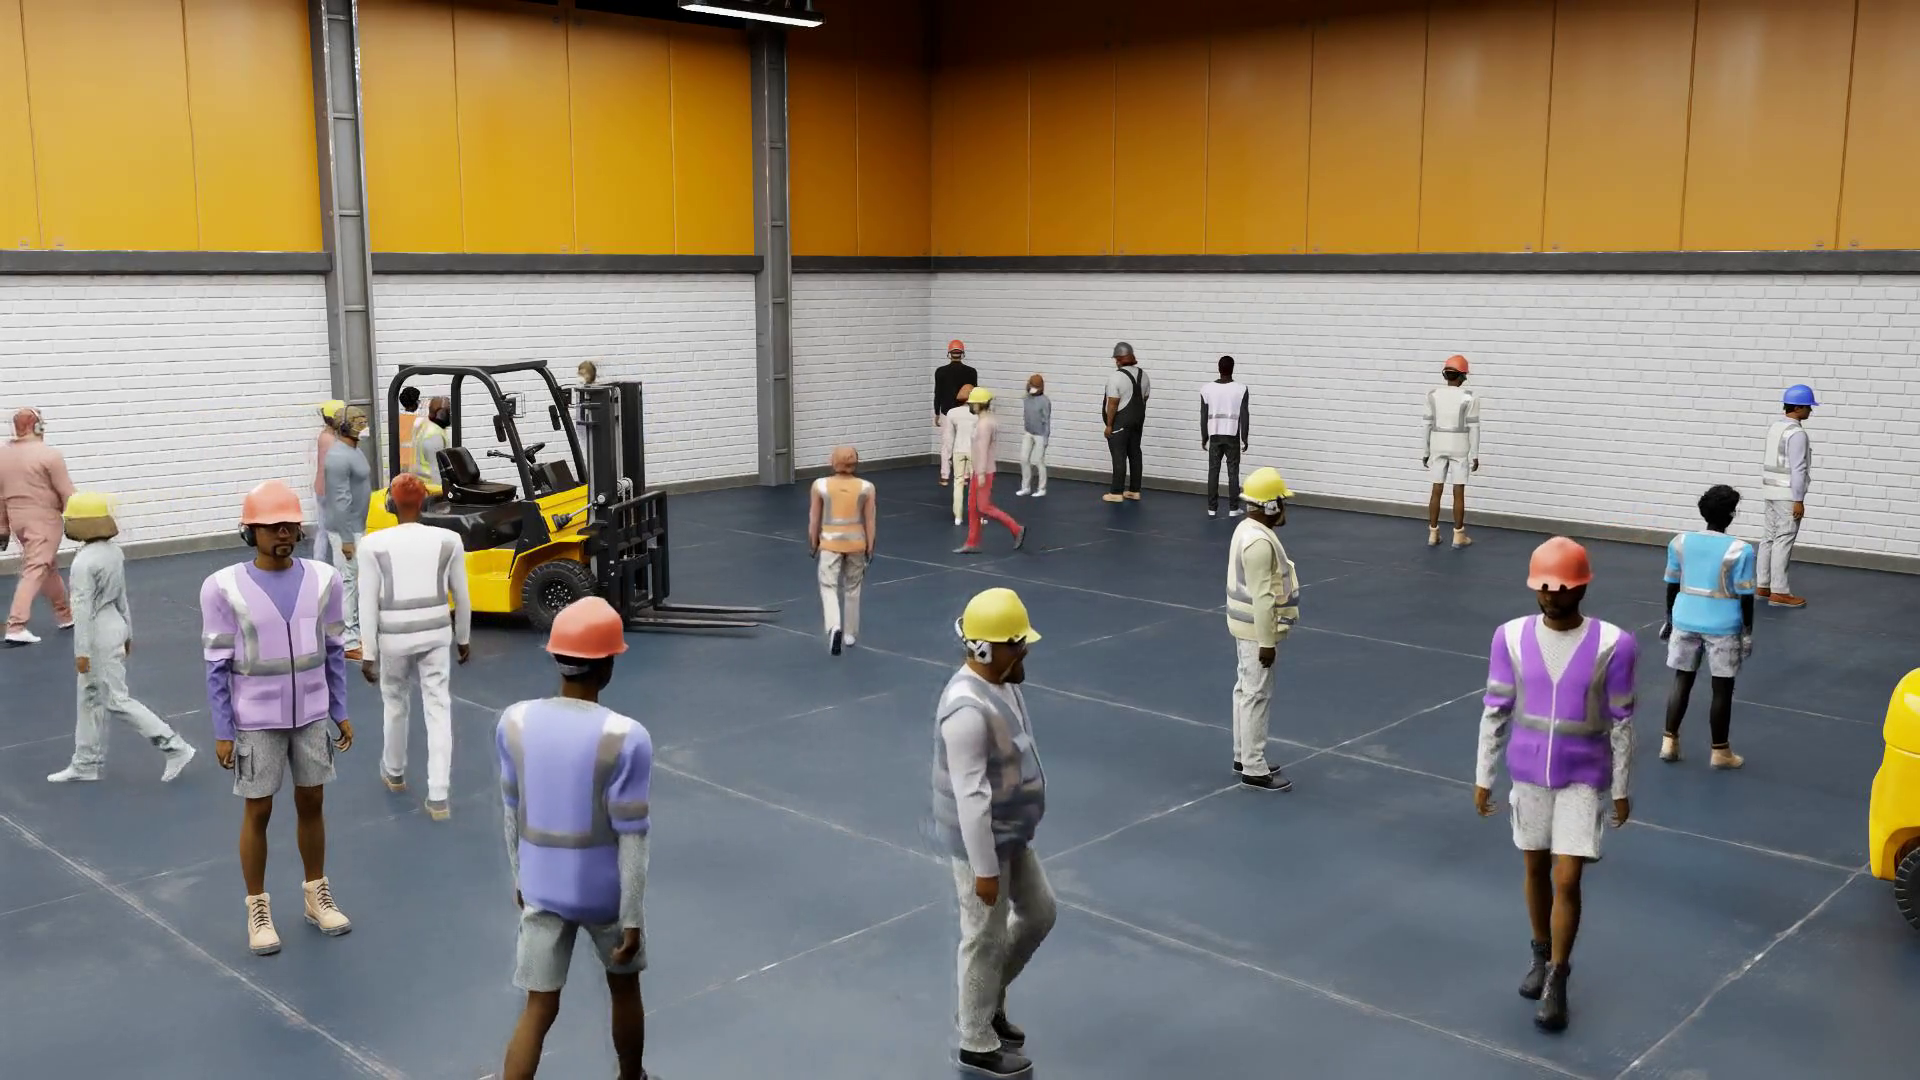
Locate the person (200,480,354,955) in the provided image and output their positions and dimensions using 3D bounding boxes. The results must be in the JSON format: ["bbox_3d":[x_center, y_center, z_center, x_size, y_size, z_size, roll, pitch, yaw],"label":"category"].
[{"bbox_3d":[-2.947,0.757,7.251,0.608,2.048,0.365,-9,13,-42],"label":"person"}]

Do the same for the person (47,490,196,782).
[{"bbox_3d":[-4.828,0.561,9.482,0.805,1.717,0.493,-1,9,-6],"label":"person"}]

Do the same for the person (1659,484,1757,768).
[{"bbox_3d":[4.400,0.519,9.838,0.435,1.699,0.592,-7,12,-39],"label":"person"}]

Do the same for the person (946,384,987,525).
[{"bbox_3d":[0.089,-0.980,19.164,0.499,1.633,0.288,3,10,17],"label":"person"}]

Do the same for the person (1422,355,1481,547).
[{"bbox_3d":[5.237,-0.949,17.727,0.615,2.041,0.392,6,11,34],"label":"person"}]

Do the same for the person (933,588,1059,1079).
[{"bbox_3d":[0.127,1.065,6.057,0.441,1.817,0.628,2,10,13],"label":"person"}]

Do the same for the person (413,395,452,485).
[{"bbox_3d":[-4.820,-0.403,15.084,0.674,1.815,0.630,-2,10,-13],"label":"person"}]

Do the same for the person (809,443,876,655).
[{"bbox_3d":[-0.893,0.069,12.756,0.516,1.618,0.687,-2,9,-10],"label":"person"}]

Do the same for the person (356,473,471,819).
[{"bbox_3d":[-3.007,0.547,9.157,0.604,1.836,0.952,-5,10,-27],"label":"person"}]

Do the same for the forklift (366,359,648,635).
[{"bbox_3d":[-3.850,-0.407,13.936,2.313,2.155,1.214,2,9,11],"label":"forklift"}]

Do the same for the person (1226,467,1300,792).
[{"bbox_3d":[1.721,0.501,9.469,0.403,1.835,0.591,0,9,2],"label":"person"}]

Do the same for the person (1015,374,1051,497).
[{"bbox_3d":[0.986,-1.342,21.429,0.482,1.603,0.535,-9,13,-43],"label":"person"}]

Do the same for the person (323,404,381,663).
[{"bbox_3d":[-4.589,-0.053,12.552,0.379,1.940,0.629,-2,9,-10],"label":"person"}]

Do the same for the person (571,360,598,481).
[{"bbox_3d":[-4.280,-1.161,19.479,0.643,1.902,0.973,7,12,37],"label":"person"}]

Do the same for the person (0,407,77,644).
[{"bbox_3d":[-7.349,-0.126,13.281,0.643,1.856,1.012,3,10,19],"label":"person"}]

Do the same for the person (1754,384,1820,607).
[{"bbox_3d":[7.268,-0.394,14.614,0.404,1.945,0.616,1,9,3],"label":"person"}]

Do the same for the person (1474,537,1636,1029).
[{"bbox_3d":[2.305,0.941,6.533,0.568,1.908,0.752,6,11,33],"label":"person"}]

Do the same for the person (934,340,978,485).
[{"bbox_3d":[-0.054,-1.741,22.757,0.611,1.986,0.401,-1,9,-8],"label":"person"}]

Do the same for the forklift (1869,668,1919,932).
[{"bbox_3d":[5.205,0.723,7.013,2.313,2.155,1.214,9,13,43],"label":"forklift"}]

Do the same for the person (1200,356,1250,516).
[{"bbox_3d":[3.161,-1.240,19.888,0.591,1.920,0.393,3,10,18],"label":"person"}]

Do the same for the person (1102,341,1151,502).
[{"bbox_3d":[2.058,-1.512,21.184,0.678,2.000,0.537,-8,12,-41],"label":"person"}]

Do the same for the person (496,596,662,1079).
[{"bbox_3d":[-1.265,1.137,5.387,0.553,1.906,0.924,2,9,11],"label":"person"}]

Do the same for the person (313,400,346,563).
[{"bbox_3d":[-5.827,-0.445,15.582,0.587,1.735,0.546,-5,10,-27],"label":"person"}]

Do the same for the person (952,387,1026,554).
[{"bbox_3d":[0.295,-0.709,17.143,0.698,1.745,0.529,-1,9,-5],"label":"person"}]

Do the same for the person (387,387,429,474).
[{"bbox_3d":[-5.915,-0.807,17.943,0.531,1.691,0.321,3,10,18],"label":"person"}]
